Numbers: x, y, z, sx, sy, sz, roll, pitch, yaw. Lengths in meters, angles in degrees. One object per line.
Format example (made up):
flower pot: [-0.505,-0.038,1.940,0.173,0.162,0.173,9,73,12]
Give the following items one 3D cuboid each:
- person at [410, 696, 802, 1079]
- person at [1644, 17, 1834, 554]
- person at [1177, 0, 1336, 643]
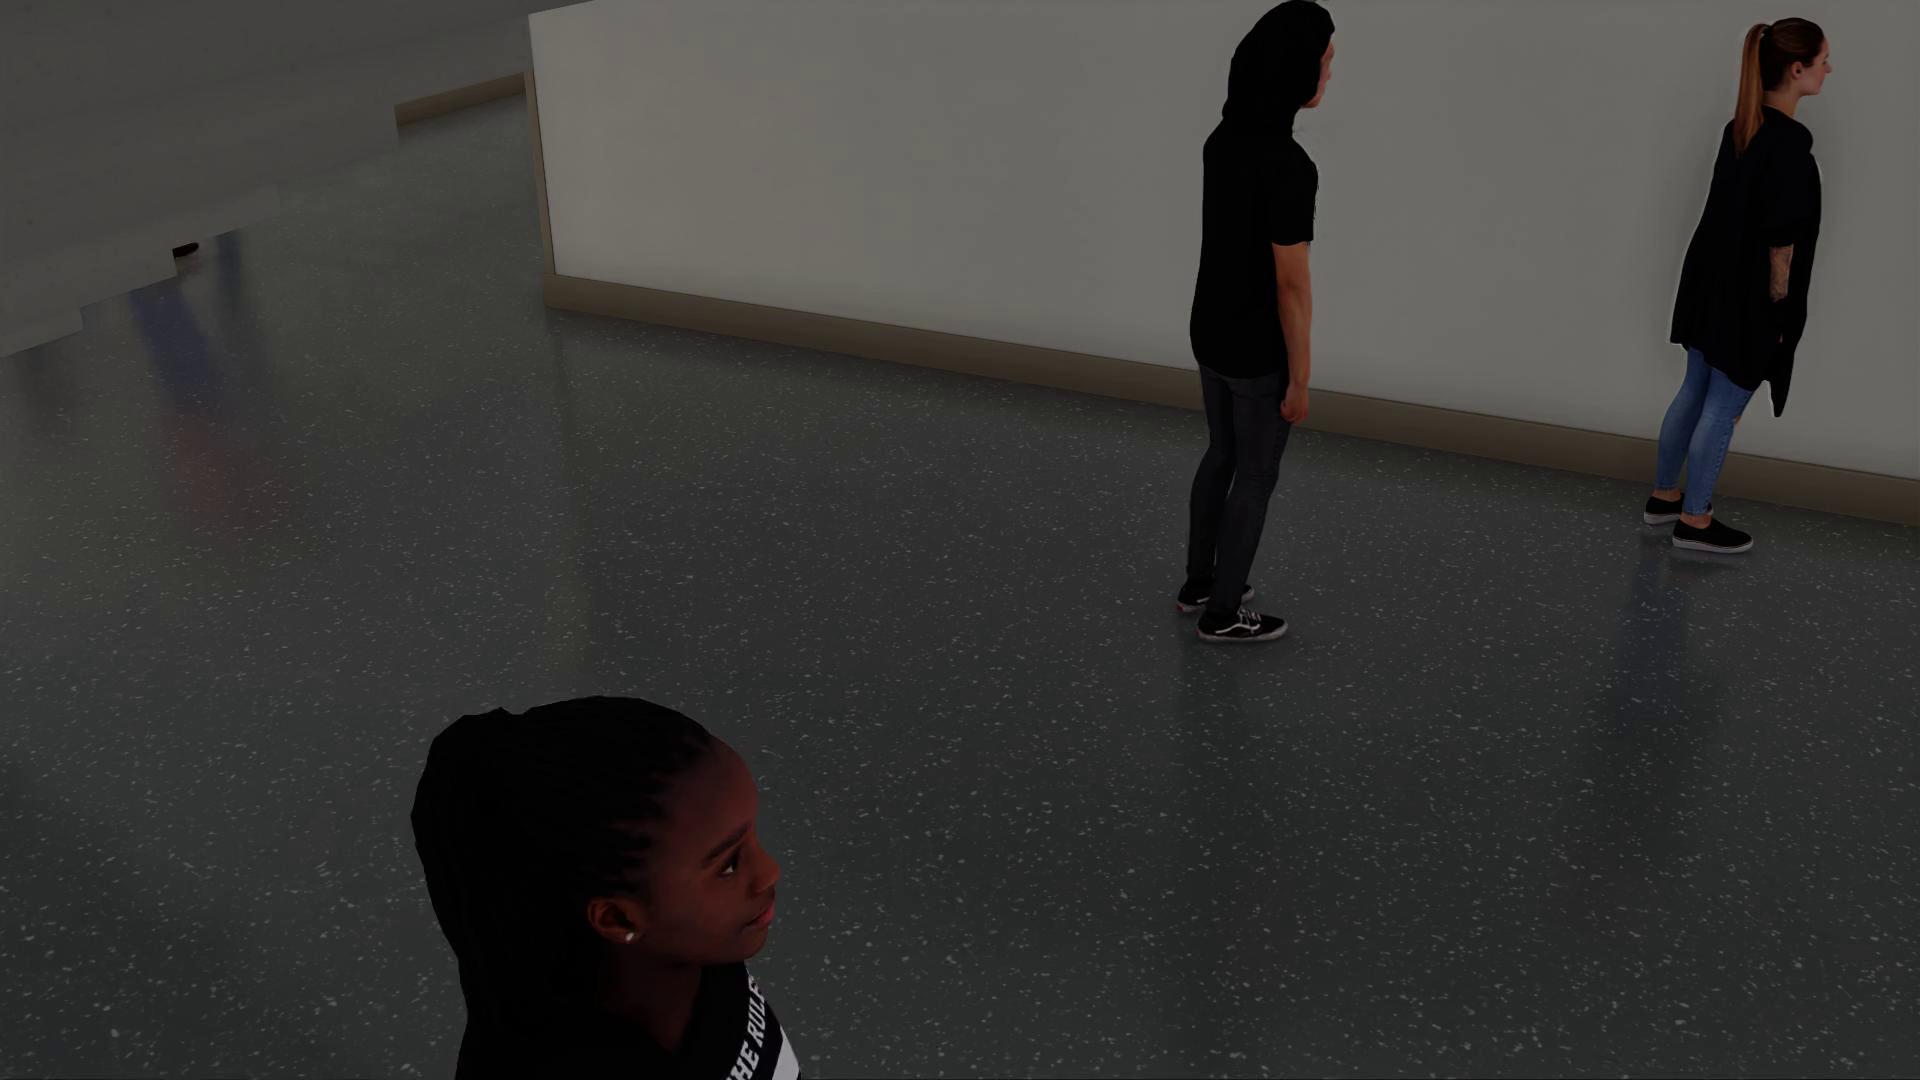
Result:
person: [-0.355,0.918,1.703,0.906,1.718,0.775,2,26,3]
person: [2.466,-0.788,5.280,0.711,1.683,0.716,-1,26,-1]
person: [0.788,-0.565,4.642,0.775,1.822,0.711,-10,27,-19]
